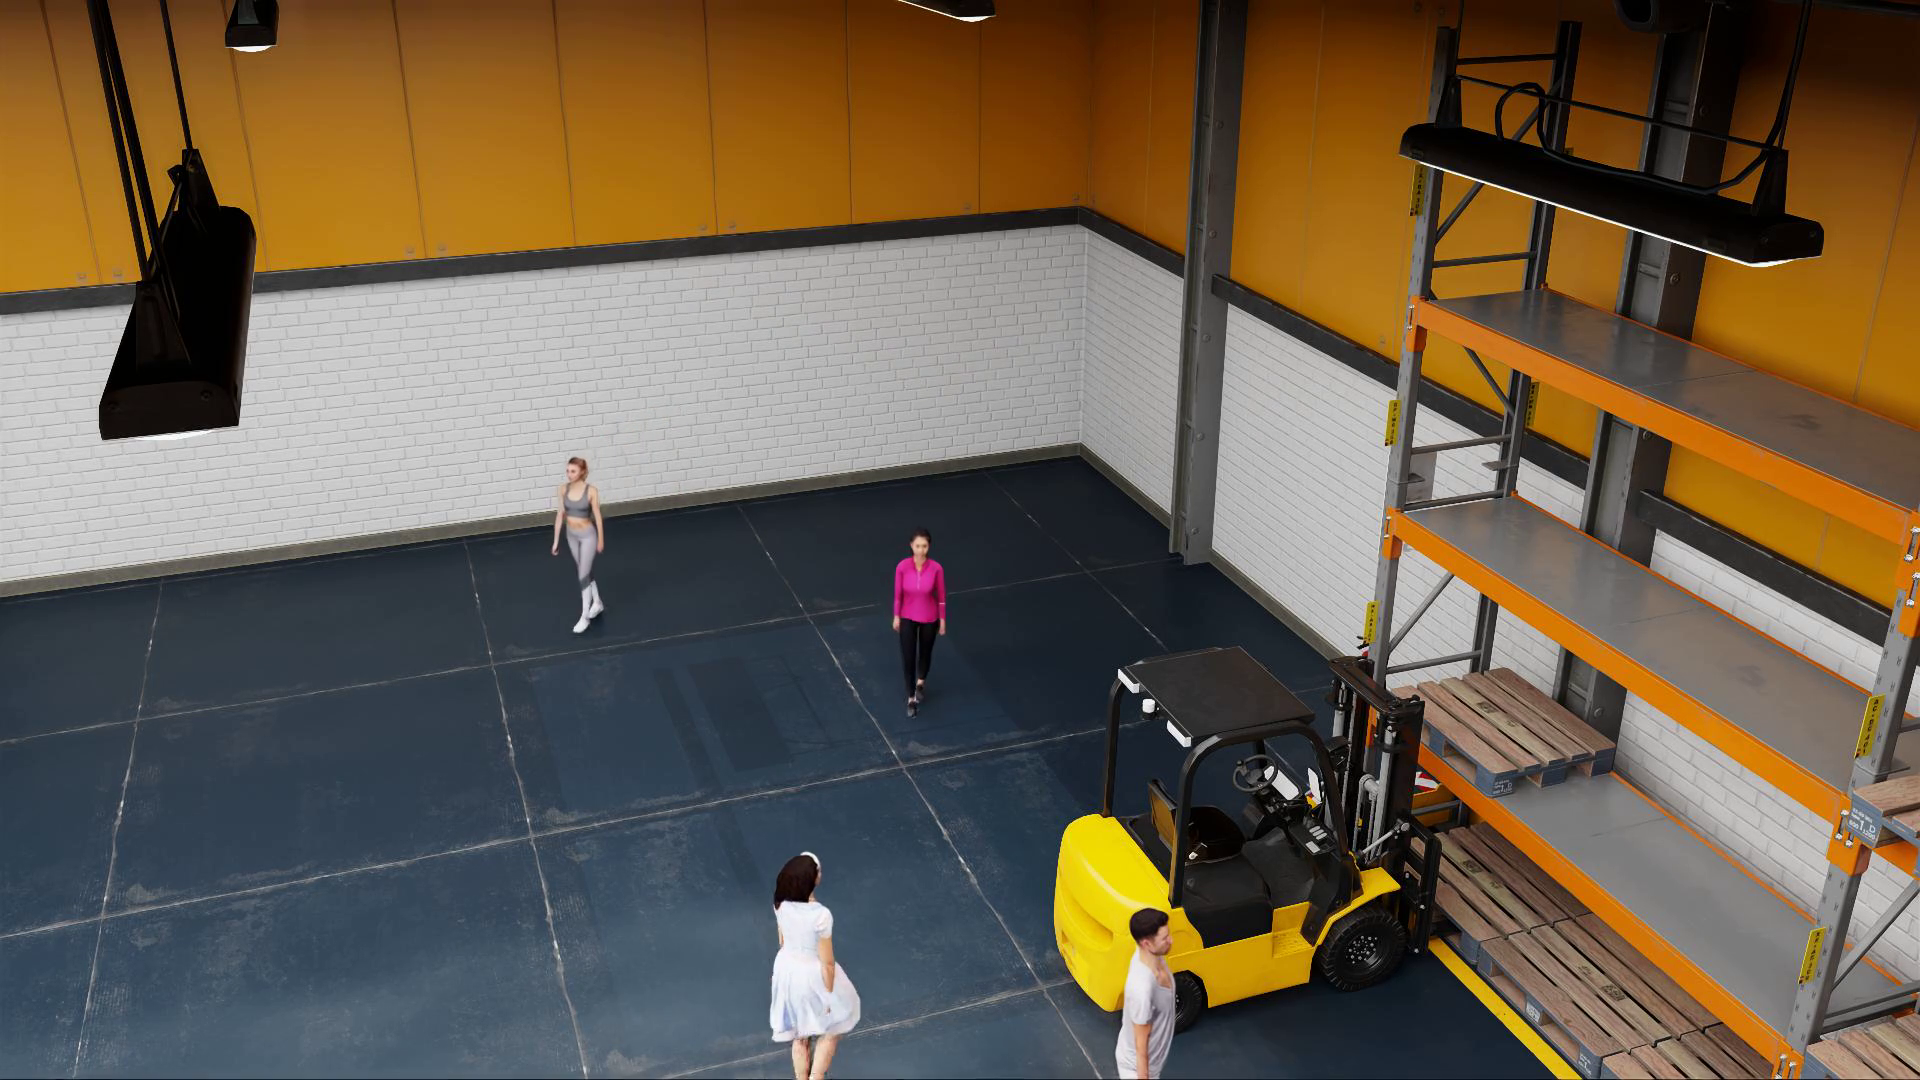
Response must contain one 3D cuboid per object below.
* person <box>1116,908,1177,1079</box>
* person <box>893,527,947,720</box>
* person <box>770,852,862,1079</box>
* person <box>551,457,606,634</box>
[{"bbox_3d":[1.012,2.822,9.216,0.828,1.853,0.701,5,24,11],"label":"person"},{"bbox_3d":[-0.357,0.649,14.407,0.755,1.679,0.923,-2,24,-3],"label":"person"},{"bbox_3d":[-0.940,2.656,9.656,0.889,1.806,0.948,11,26,24],"label":"person"},{"bbox_3d":[-3.580,-0.019,15.935,0.869,1.678,0.970,8,25,17],"label":"person"}]
